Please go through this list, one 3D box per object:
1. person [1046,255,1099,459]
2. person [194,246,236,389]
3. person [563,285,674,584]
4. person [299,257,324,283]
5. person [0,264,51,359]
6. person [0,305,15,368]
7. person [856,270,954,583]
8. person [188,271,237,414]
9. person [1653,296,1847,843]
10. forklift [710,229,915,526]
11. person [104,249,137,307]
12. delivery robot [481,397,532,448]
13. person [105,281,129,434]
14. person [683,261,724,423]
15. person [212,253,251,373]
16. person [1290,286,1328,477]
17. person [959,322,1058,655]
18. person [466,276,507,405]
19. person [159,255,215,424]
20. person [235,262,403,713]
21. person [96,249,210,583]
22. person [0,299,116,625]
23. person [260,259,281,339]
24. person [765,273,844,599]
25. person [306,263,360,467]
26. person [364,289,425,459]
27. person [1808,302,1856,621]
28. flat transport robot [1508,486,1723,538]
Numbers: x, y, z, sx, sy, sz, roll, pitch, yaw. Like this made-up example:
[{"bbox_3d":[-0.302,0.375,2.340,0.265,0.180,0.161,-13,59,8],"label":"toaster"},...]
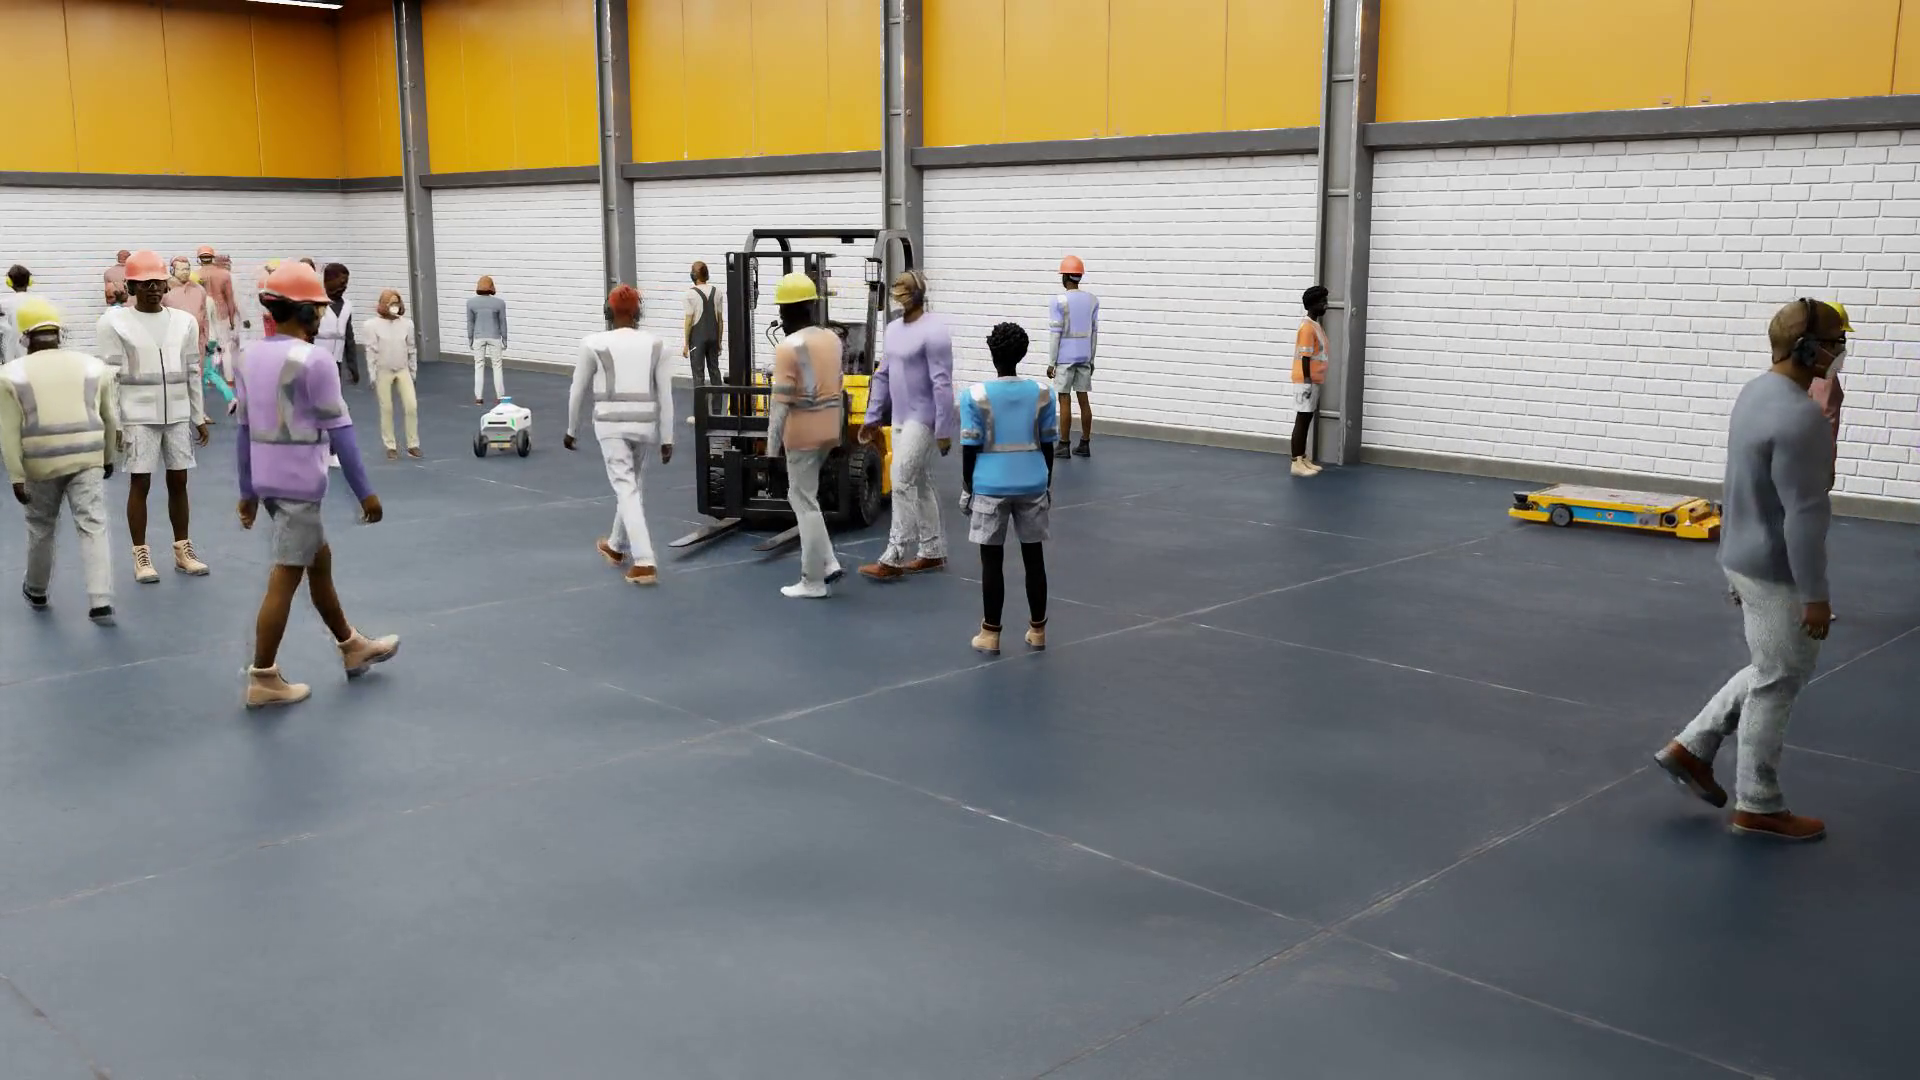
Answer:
[{"bbox_3d":[1.063,-1.747,15.951,0.547,1.938,0.359,-6,12,-31],"label":"person"},{"bbox_3d":[-10.443,-3.102,23.208,0.609,1.986,0.391,-6,12,-29],"label":"person"},{"bbox_3d":[-2.106,-0.668,10.397,0.589,1.830,1.024,-7,13,-34],"label":"person"},{"bbox_3d":[-8.884,-2.940,22.747,0.658,1.829,0.434,-9,14,-41],"label":"person"},{"bbox_3d":[-9.325,-1.837,16.681,0.524,1.848,0.782,-6,12,-31],"label":"person"},{"bbox_3d":[-8.798,-1.463,15.053,0.498,1.700,0.888,-3,11,-14],"label":"person"},{"bbox_3d":[-0.401,-0.700,10.305,0.767,1.910,0.648,-5,12,-27],"label":"person"},{"bbox_3d":[-9.017,-2.359,19.887,0.870,1.727,0.535,3,11,14],"label":"person"},{"bbox_3d":[2.844,0.117,5.823,0.463,1.923,0.635,3,11,15],"label":"person"},{"bbox_3d":[-1.050,-1.319,12.920,1.214,2.155,2.313,2,11,13],"label":"forklift"},{"bbox_3d":[-13.573,-3.780,27.150,0.641,1.903,0.402,-4,11,-19],"label":"person"},{"bbox_3d":[-4.421,-1.150,16.213,0.477,0.478,0.707,0,10,-1],"label":"delivery robot"},{"bbox_3d":[-8.941,-1.930,17.750,0.309,1.645,0.514,-9,14,-41],"label":"person"},{"bbox_3d":[-2.916,-2.235,18.865,0.508,1.846,0.345,-8,13,-39],"label":"person"},{"bbox_3d":[-10.846,-3.281,24.514,0.640,1.870,0.920,6,12,31],"label":"person"},{"bbox_3d":[3.112,-1.412,14.803,0.318,1.691,0.535,3,11,18],"label":"person"},{"bbox_3d":[0.243,-0.256,8.479,0.536,1.696,0.322,-3,11,-17],"label":"person"},{"bbox_3d":[-5.975,-2.521,21.033,0.497,1.624,0.287,-1,10,-7],"label":"person"},{"bbox_3d":[-8.683,-2.223,18.638,0.410,1.906,0.642,7,13,35],"label":"person"},{"bbox_3d":[-2.953,-0.261,7.664,0.625,1.996,0.982,8,13,38],"label":"person"},{"bbox_3d":[-4.965,-0.764,10.304,0.375,2.044,0.605,9,14,41],"label":"person"},{"bbox_3d":[-5.008,-0.440,9.257,0.608,1.778,0.945,-9,13,-39],"label":"person"},{"bbox_3d":[-10.646,-3.477,25.884,0.518,1.757,0.340,5,12,26],"label":"person"},{"bbox_3d":[-0.919,-0.593,9.719,0.418,1.912,0.621,5,12,27],"label":"person"},{"bbox_3d":[-5.765,-1.599,15.308,0.736,1.869,0.673,4,11,20],"label":"person"},{"bbox_3d":[-5.354,-1.555,15.779,0.517,1.618,0.537,-8,13,-36],"label":"person"},{"bbox_3d":[4.764,-0.441,9.298,0.313,1.767,0.533,1,10,5],"label":"person"},{"bbox_3d":[4.853,-0.226,12.208,1.431,0.197,0.652,9,14,40],"label":"flat transport robot"}]
